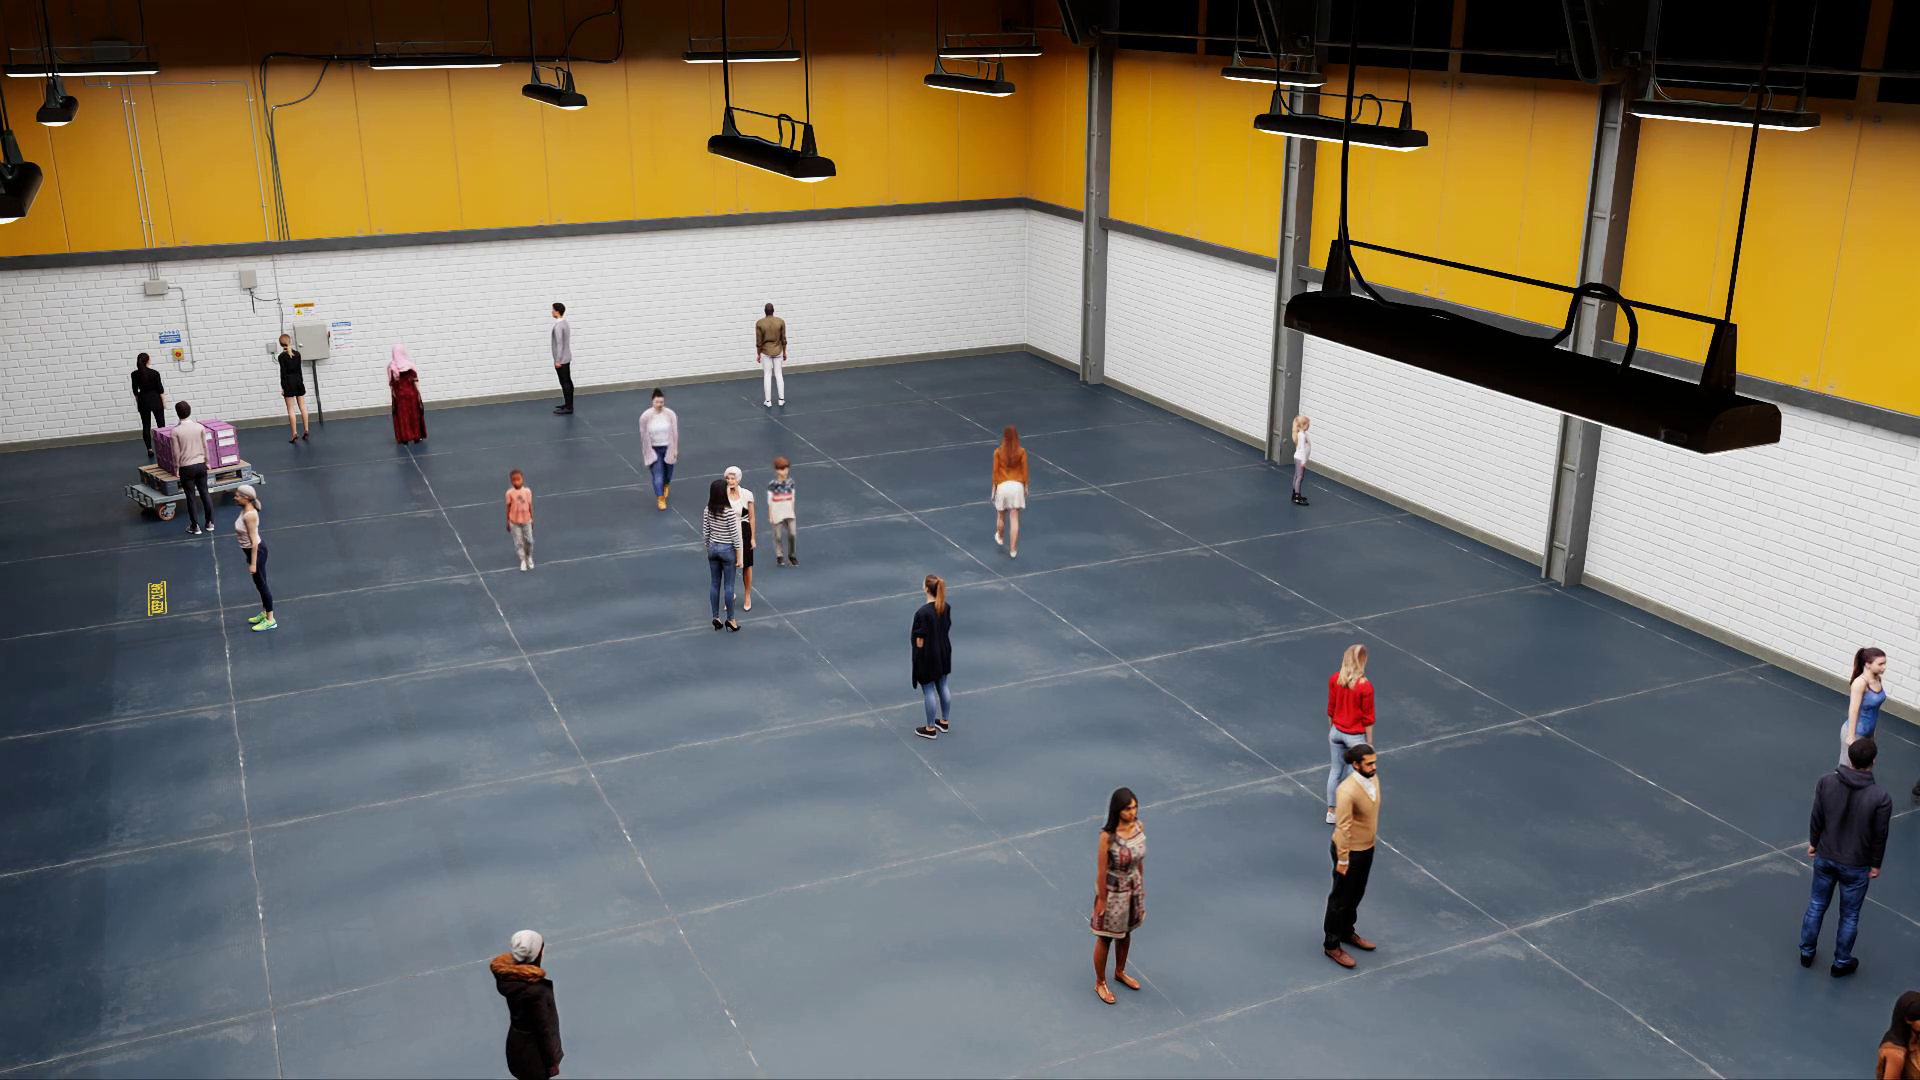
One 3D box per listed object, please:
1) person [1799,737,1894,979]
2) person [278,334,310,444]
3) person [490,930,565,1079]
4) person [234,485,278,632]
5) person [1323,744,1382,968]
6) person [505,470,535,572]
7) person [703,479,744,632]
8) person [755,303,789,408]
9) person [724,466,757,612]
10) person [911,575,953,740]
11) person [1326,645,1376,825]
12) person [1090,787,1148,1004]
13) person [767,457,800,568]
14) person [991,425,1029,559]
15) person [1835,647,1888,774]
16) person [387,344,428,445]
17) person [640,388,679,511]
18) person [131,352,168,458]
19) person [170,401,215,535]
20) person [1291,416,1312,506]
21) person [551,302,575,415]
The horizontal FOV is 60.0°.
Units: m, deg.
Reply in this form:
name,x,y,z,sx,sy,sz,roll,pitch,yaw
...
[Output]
name,x,y,z,sx,sy,sz,roll,pitch,yaw
person,6.568,2.351,12.368,0.655,1.895,0.809,17,25,40
person,-10.779,-2.457,26.842,0.680,1.768,0.657,11,21,29
person,-2.666,3.163,10.361,0.738,1.636,0.608,-14,23,-36
person,-8.090,0.182,19.109,0.662,1.702,0.475,-10,21,-27
person,2.988,2.344,12.608,0.726,1.754,0.745,15,24,38
person,-5.580,-0.266,21.064,0.518,1.302,0.536,-5,19,-15
person,-2.717,0.176,18.983,0.648,1.794,0.734,9,21,25
person,-3.294,-3.256,29.123,0.761,1.825,0.643,-5,19,-14
person,-2.634,-0.022,19.634,0.715,1.754,0.714,2,19,6
person,-0.257,1.130,16.321,0.696,1.684,0.670,-17,25,-41
person,3.403,1.713,14.560,0.734,1.705,0.566,-17,25,-42
person,1.168,2.557,12.147,0.694,1.645,0.601,-14,23,-35
person,-2.293,-0.376,21.201,0.548,1.425,0.633,-6,20,-17
person,0.646,-0.599,21.451,0.882,1.688,1.086,-1,19,-2
person,7.978,1.700,14.748,0.602,1.608,0.575,-13,23,-35
person,-8.923,-2.353,26.745,0.727,1.633,0.691,-3,19,-8
person,-4.256,-1.313,23.544,0.769,1.705,1.133,-6,20,-17
person,-12.644,-2.104,25.962,0.666,1.660,0.645,-2,19,-6
person,-10.355,-0.988,22.417,0.665,1.809,0.697,17,25,41
person,4.861,-1.155,23.742,0.633,1.279,0.553,1,19,4
person,-6.833,-3.140,28.628,0.883,1.923,0.728,-1,19,-2
